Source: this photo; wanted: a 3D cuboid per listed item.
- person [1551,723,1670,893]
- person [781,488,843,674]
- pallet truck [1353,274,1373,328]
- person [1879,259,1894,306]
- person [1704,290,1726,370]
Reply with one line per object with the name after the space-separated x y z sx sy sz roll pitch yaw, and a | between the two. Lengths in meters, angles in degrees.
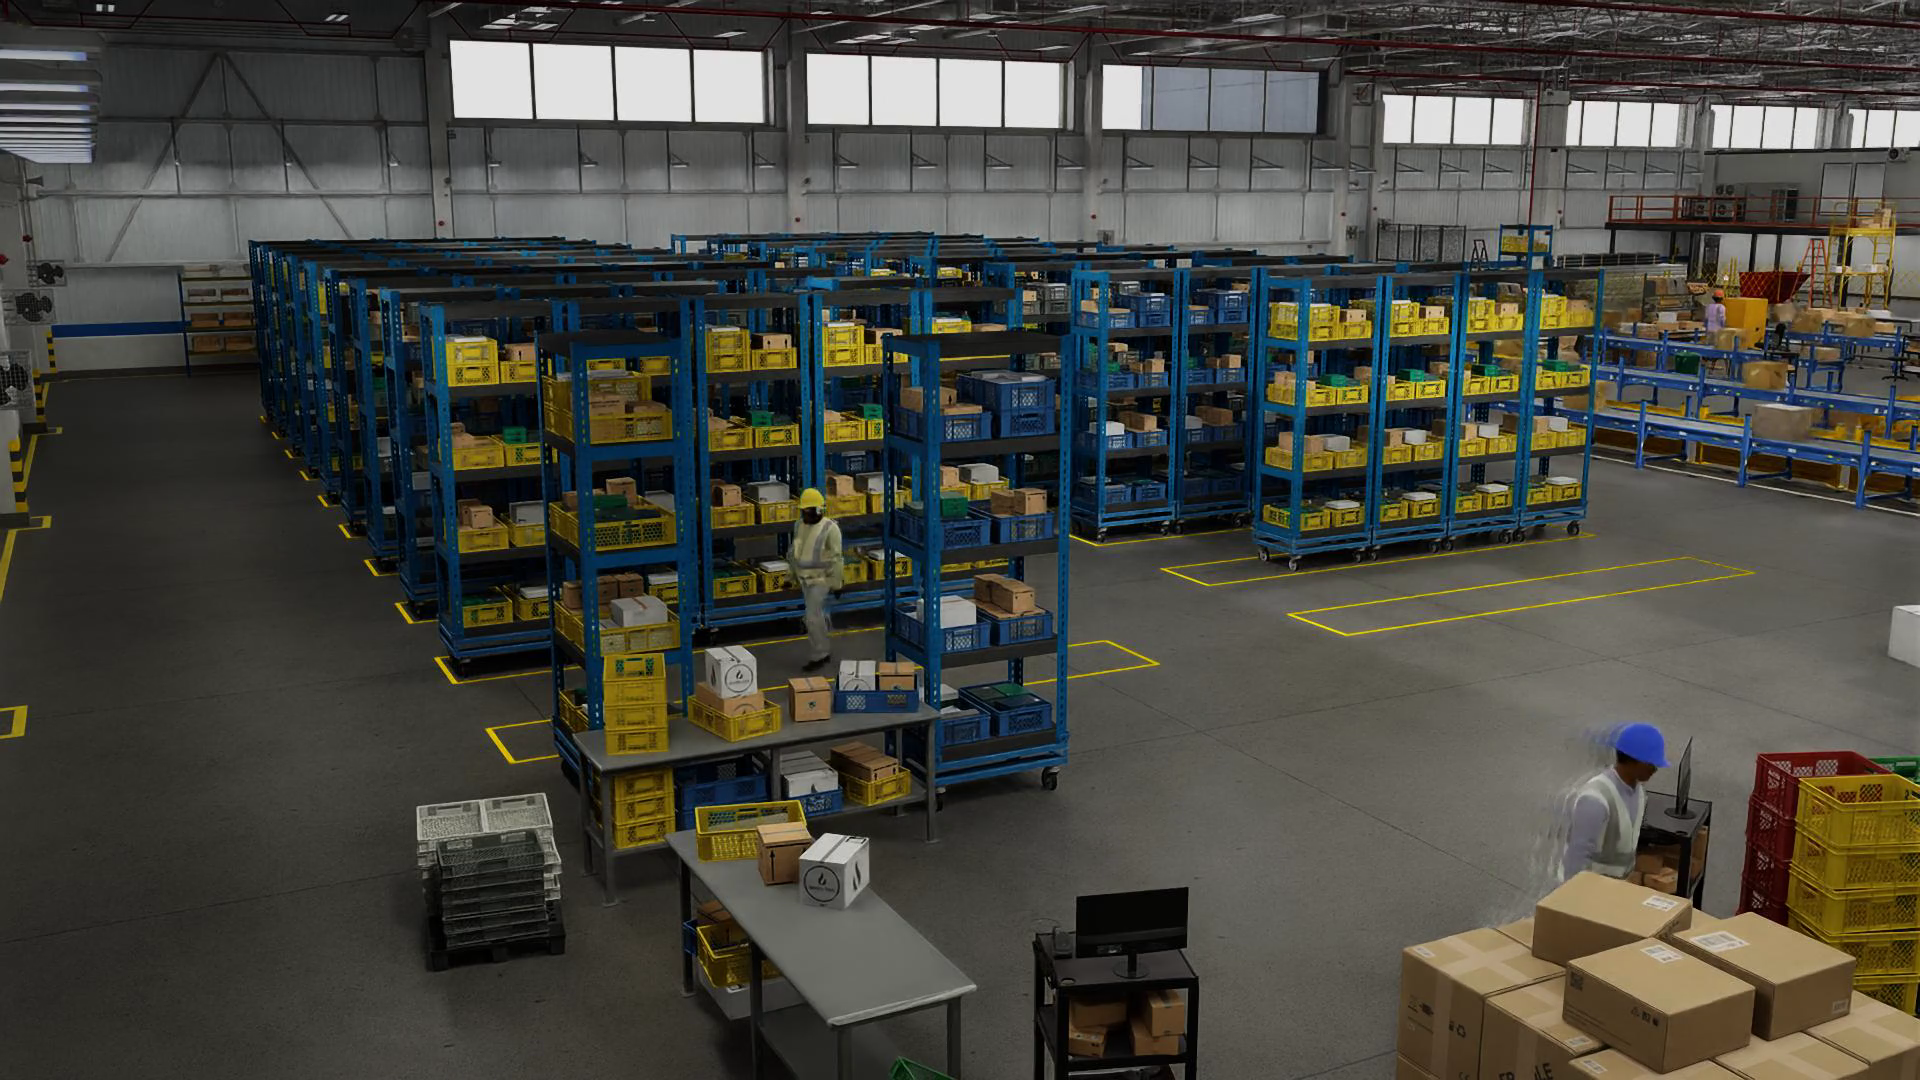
3.450 1.850 9.284 0.634 1.870 1.111 -10 16 -39 | person
-1.473 0.392 16.189 0.613 1.807 0.596 -11 16 -41 | person
13.011 -8.050 55.243 0.823 1.965 1.885 -7 14 -28 | pallet truck
36.174 -10.028 64.855 0.521 1.843 0.331 -9 15 -35 | person
19.410 -5.400 42.727 0.361 2.047 0.614 -5 13 -22 | person
